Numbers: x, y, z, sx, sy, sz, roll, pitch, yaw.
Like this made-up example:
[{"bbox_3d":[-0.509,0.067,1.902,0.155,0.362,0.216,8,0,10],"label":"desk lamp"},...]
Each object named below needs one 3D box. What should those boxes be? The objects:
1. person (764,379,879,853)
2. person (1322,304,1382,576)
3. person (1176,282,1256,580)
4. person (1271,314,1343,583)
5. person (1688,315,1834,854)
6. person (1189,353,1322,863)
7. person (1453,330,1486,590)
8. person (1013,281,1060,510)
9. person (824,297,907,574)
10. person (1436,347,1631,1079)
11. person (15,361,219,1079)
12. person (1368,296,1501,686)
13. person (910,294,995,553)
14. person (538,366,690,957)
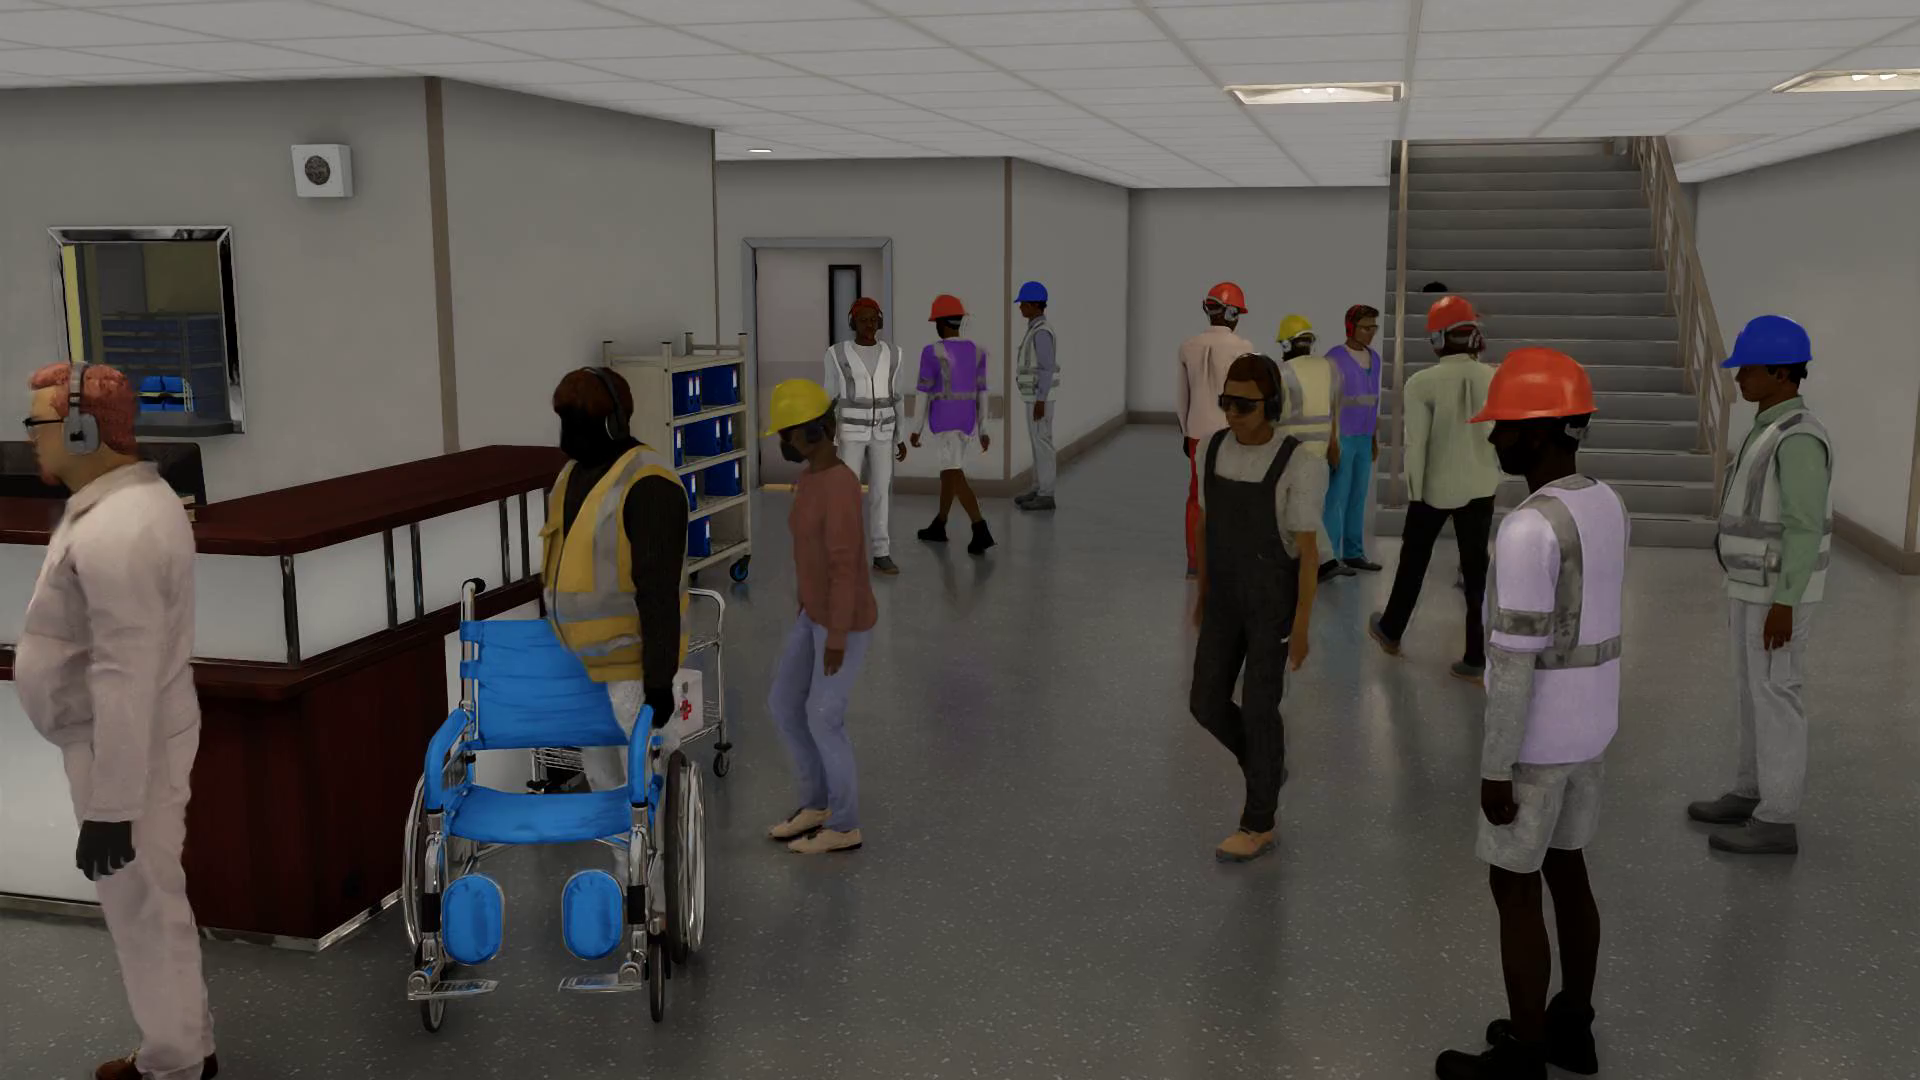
[{"bbox_3d":[-0.488,0.291,5.915,0.371,1.727,0.566,-4,10,-21],"label":"person"},{"bbox_3d":[2.660,-0.685,11.359,0.567,1.835,0.402,-9,13,-42],"label":"person"},{"bbox_3d":[1.723,-0.702,11.005,0.610,1.985,0.392,8,13,40],"label":"person"},{"bbox_3d":[2.294,-0.615,11.135,0.598,1.780,0.950,-6,11,-31],"label":"person"},{"bbox_3d":[2.914,0.163,6.032,0.409,1.943,0.614,2,10,13],"label":"person"},{"bbox_3d":[1.047,0.240,5.924,0.559,1.824,0.478,9,13,43],"label":"person"},{"bbox_3d":[3.343,-0.536,10.884,0.352,1.699,0.647,1,10,4],"label":"person"},{"bbox_3d":[0.653,-1.228,14.215,0.406,1.946,0.608,-1,10,-4],"label":"person"},{"bbox_3d":[-0.636,-0.693,11.255,0.579,1.883,0.352,-4,11,-23],"label":"person"},{"bbox_3d":[1.455,0.478,4.236,0.389,1.928,0.549,9,13,43],"label":"person"},{"bbox_3d":[-2.047,0.526,4.036,0.400,1.904,0.682,-4,10,-22],"label":"person"},{"bbox_3d":[2.513,-0.280,8.636,0.621,1.941,1.017,-2,10,-9],"label":"person"},{"bbox_3d":[-0.037,-0.854,12.226,0.539,1.891,0.979,-8,13,-41],"label":"person"},{"bbox_3d":[-1.063,0.371,5.167,0.432,1.827,0.663,-9,13,-42],"label":"person"}]
